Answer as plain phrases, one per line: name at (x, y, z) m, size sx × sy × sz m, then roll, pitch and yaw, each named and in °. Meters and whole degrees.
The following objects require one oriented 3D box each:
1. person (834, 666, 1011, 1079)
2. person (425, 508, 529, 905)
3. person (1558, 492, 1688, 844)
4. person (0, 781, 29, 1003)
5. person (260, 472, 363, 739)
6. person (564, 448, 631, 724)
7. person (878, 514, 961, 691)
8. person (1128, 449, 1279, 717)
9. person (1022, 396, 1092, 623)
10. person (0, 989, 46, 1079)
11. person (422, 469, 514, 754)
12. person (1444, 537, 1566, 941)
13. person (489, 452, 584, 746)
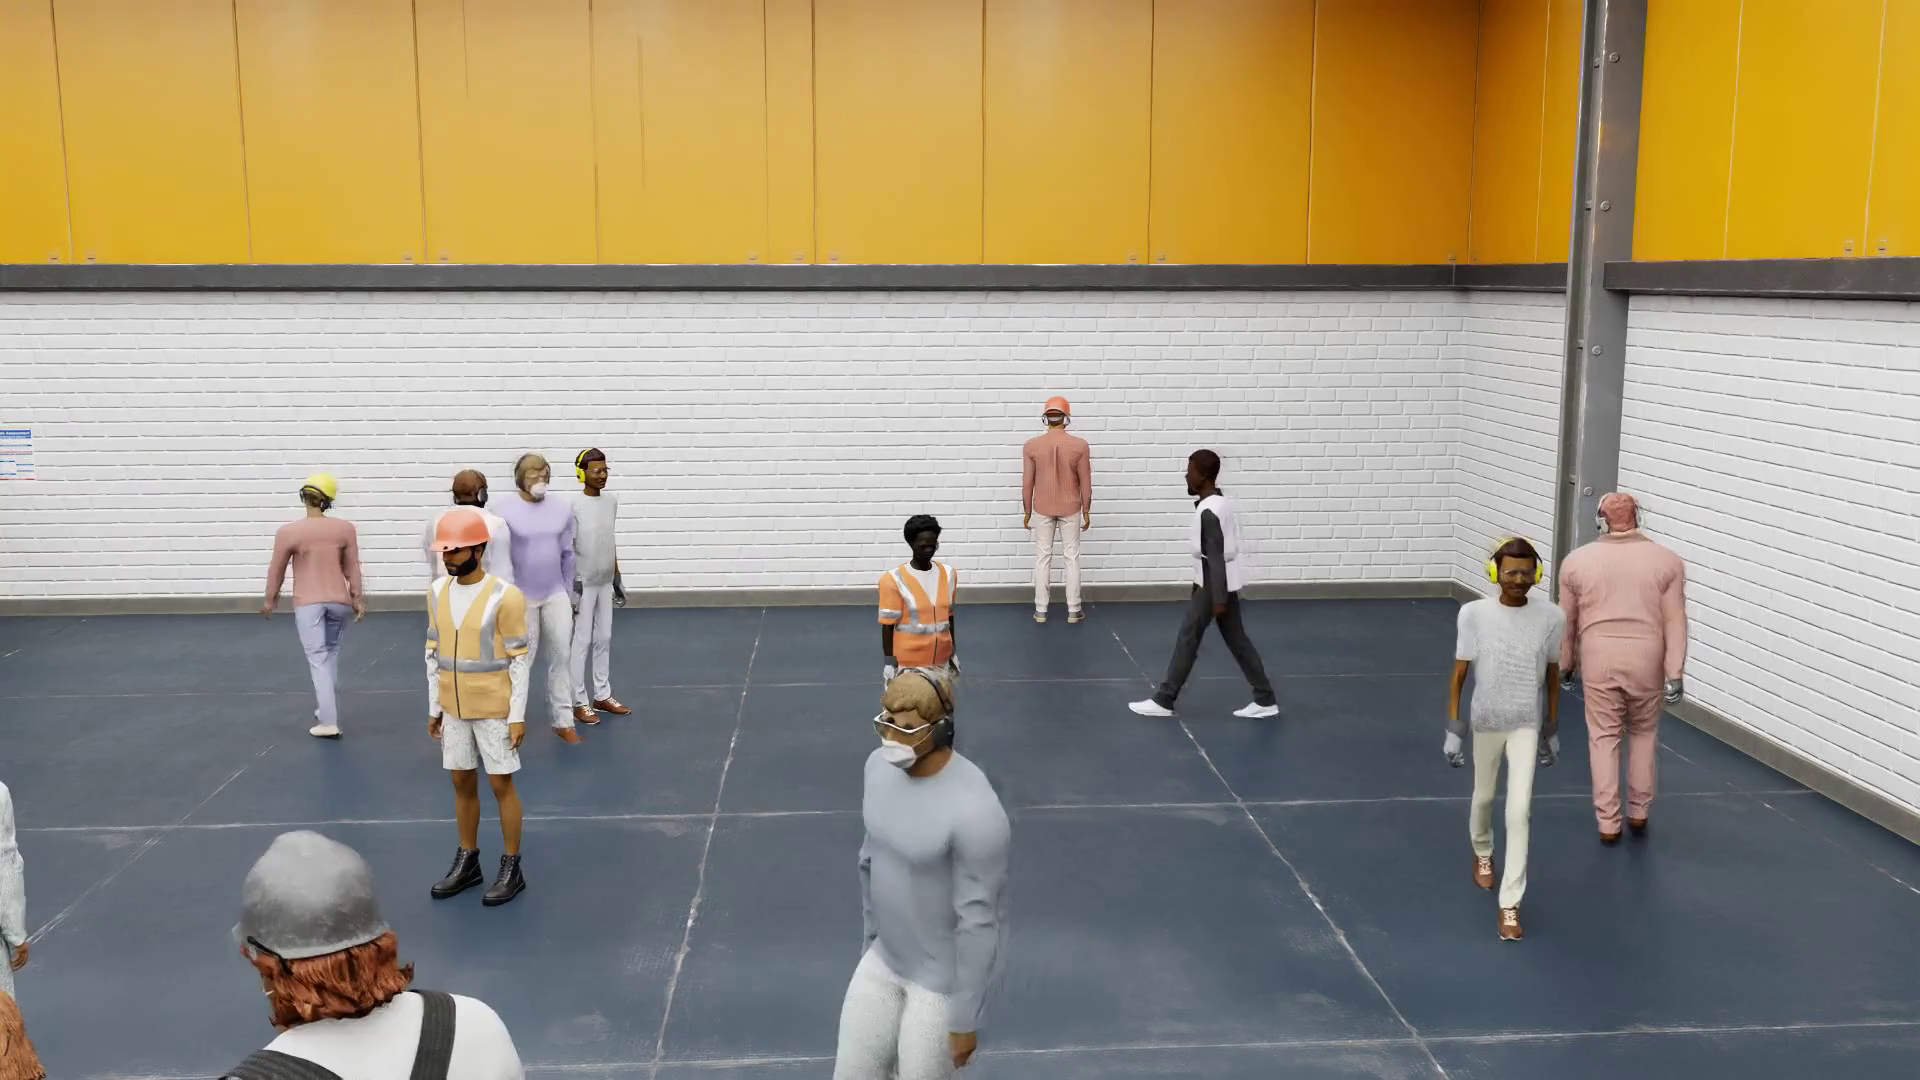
person at (-0.125, 1.300, 4.933) m, size 0.433 × 1.918 × 0.642 m, roll -6°, pitch 11°, yaw -35°
person at (-2.344, 0.801, 8.011) m, size 0.550 × 1.935 × 0.376 m, roll 3°, pitch 10°, yaw 21°
person at (3.546, 0.687, 8.967) m, size 0.667 × 1.857 × 0.595 m, roll 4°, pitch 10°, yaw 23°
person at (-3.330, 1.303, 5.464) m, size 0.493 × 1.743 × 0.295 m, roll -3°, pitch 9°, yaw -18°
person at (-4.290, 0.421, 11.010) m, size 0.713 × 1.720 × 0.552 m, roll 8°, pitch 12°, yaw 43°
person at (-2.483, 0.303, 11.349) m, size 0.329 × 1.873 × 0.512 m, roll 6°, pitch 11°, yaw 32°
person at (-0.226, 0.685, 9.483) m, size 0.540 × 1.697 × 0.317 m, roll -7°, pitch 11°, yaw -36°
person at (1.718, 0.307, 11.359) m, size 1.020 × 1.862 × 0.609 m, roll 3°, pitch 9°, yaw 15°
person at (0.848, -0.263, 14.541) m, size 0.611 × 1.985 × 0.393 m, roll 1°, pitch 9°, yaw 7°
person at (-1.957, 1.693, 3.392) m, size 0.502 × 1.626 × 0.282 m, roll -6°, pitch 11°, yaw -34°
person at (-3.069, 0.466, 10.496) m, size 0.648 × 1.815 × 0.499 m, roll 2°, pitch 9°, yaw 13°
person at (2.588, 0.872, 7.932) m, size 0.536 × 1.830 × 0.960 m, roll 2°, pitch 9°, yaw 14°
person at (-2.795, 0.369, 10.817) m, size 0.631 × 1.922 × 0.755 m, roll -9°, pitch 13°, yaw -44°
